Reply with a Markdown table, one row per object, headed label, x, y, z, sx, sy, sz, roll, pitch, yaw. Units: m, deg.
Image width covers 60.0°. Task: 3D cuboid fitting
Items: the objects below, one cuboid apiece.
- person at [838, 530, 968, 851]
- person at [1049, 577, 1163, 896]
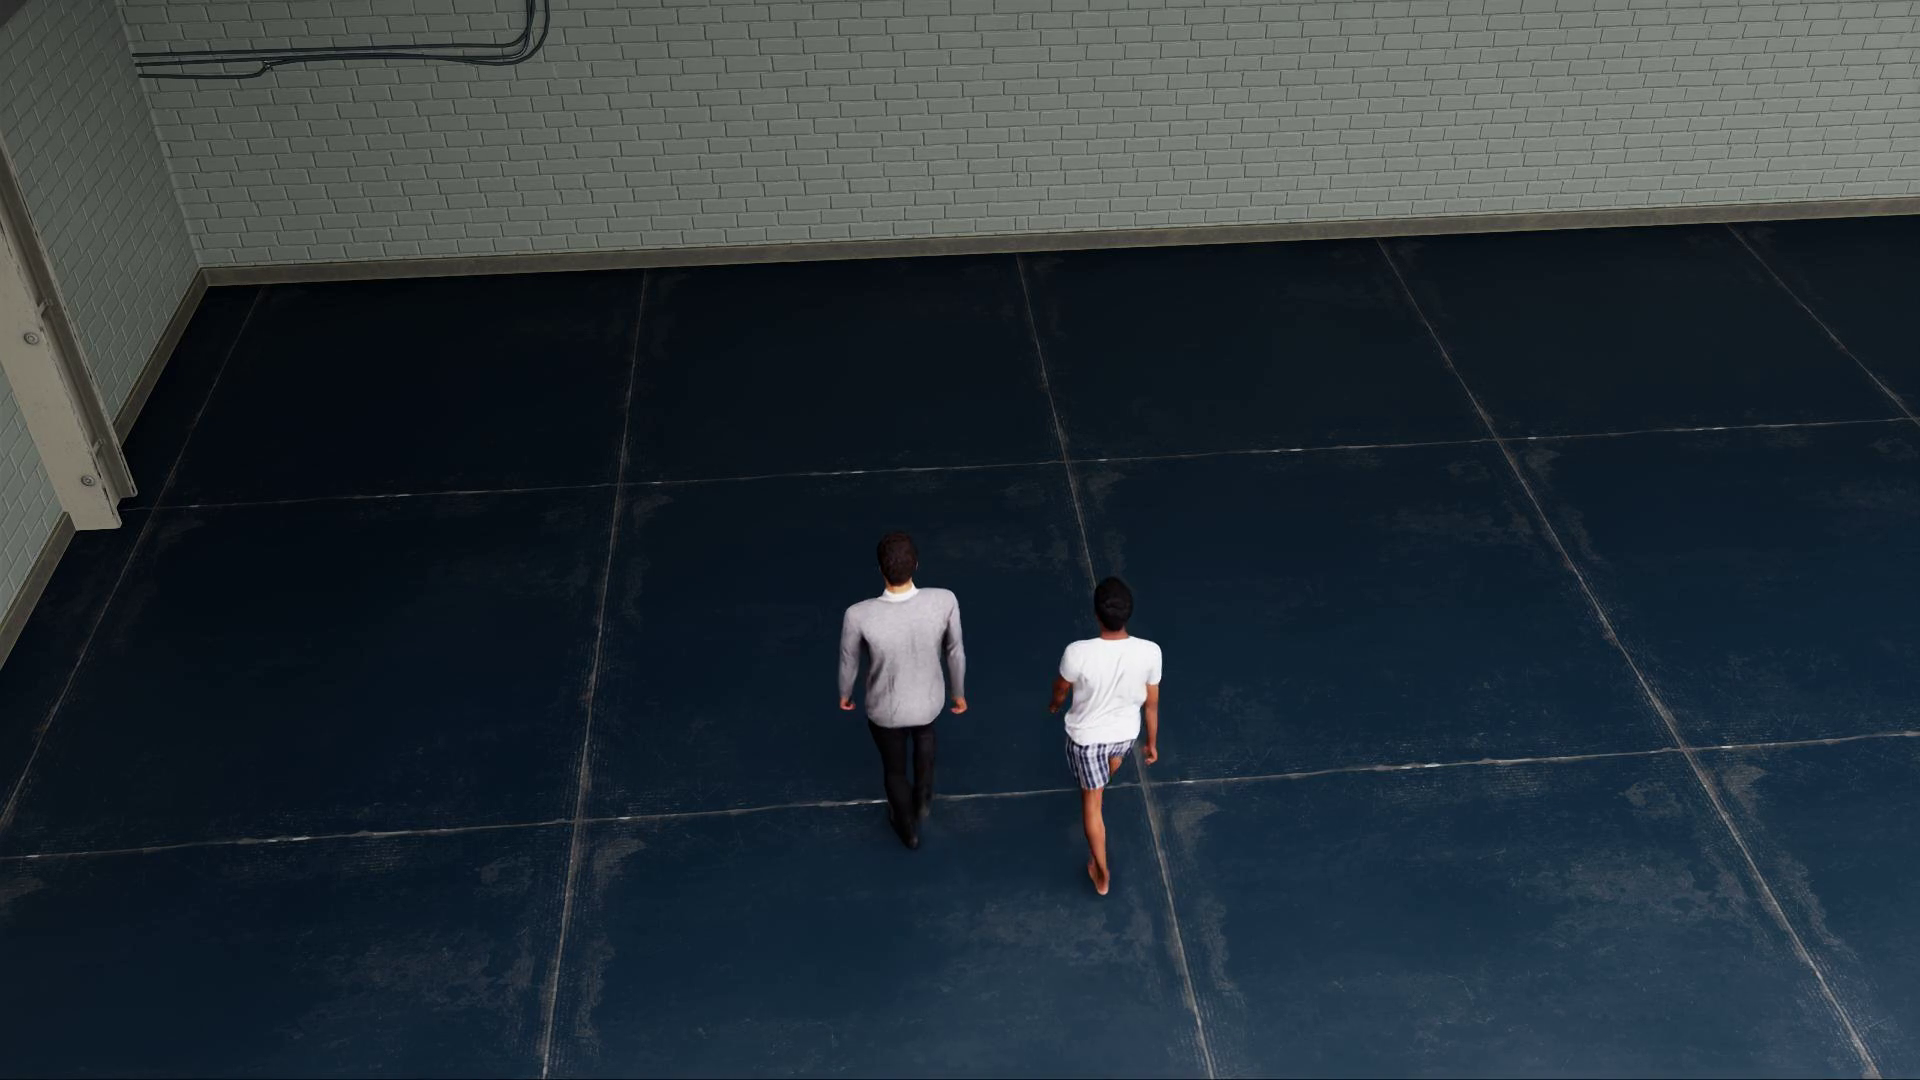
| label | x | y | z | sx | sy | sz | roll | pitch | yaw |
| --- | --- | --- | --- | --- | --- | --- | --- | --- | --- |
| person | -0.248 | 0.811 | 7.995 | 0.822 | 1.910 | 0.754 | -10 | 39 | -13 |
| person | 0.692 | 0.995 | 7.946 | 0.719 | 1.680 | 1.132 | -7 | 39 | -9 |
